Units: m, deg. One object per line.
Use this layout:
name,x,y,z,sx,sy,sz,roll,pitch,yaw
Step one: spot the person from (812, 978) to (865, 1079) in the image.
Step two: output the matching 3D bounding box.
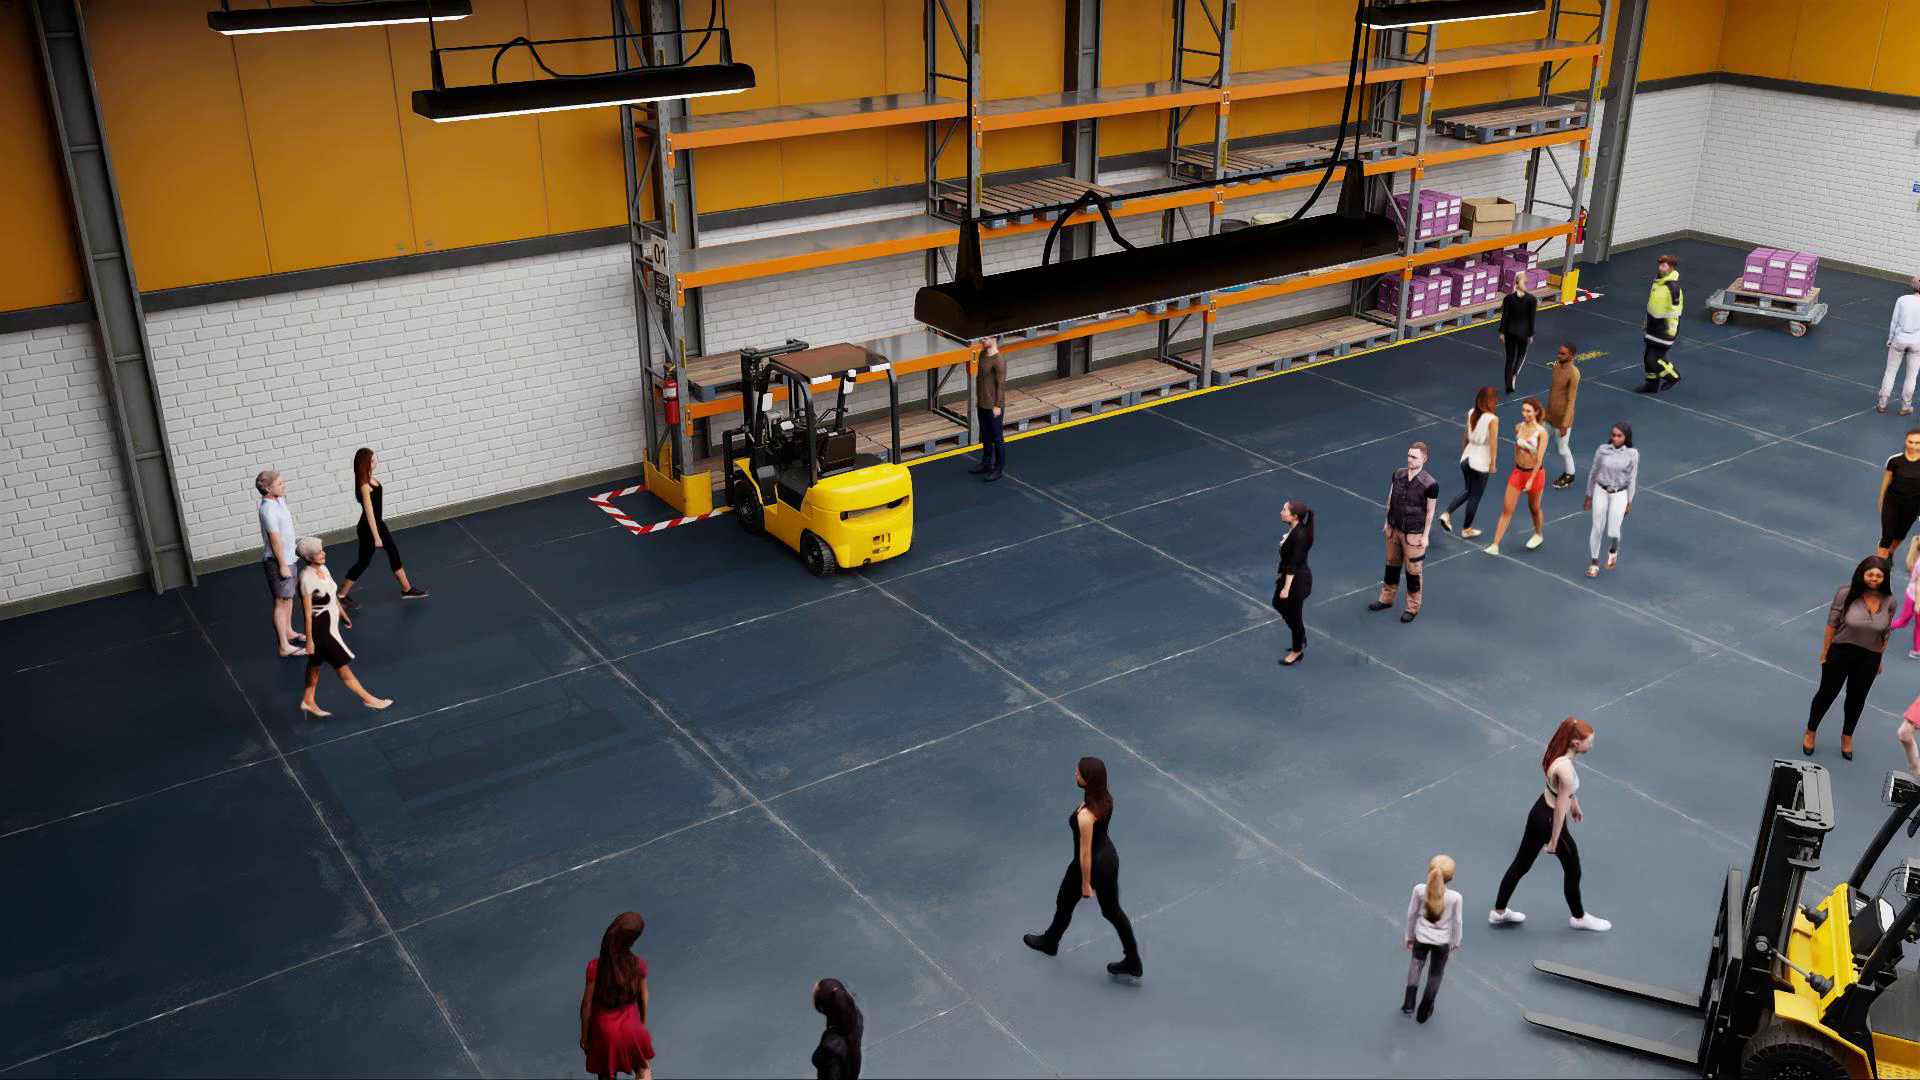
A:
person,-0.662,3.125,9.167,0.701,1.711,0.613,7,25,15

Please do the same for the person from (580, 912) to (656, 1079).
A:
person,-2.076,2.920,9.864,0.616,1.529,0.820,-19,30,-36

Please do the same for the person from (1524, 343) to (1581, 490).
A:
person,7.089,-1.434,19.499,1.094,1.790,0.850,-7,25,-16

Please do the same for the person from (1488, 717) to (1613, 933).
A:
person,4.054,2.019,11.694,1.130,1.713,1.028,0,24,1

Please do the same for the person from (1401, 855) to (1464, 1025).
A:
person,3.065,2.633,10.844,0.586,1.270,0.643,13,27,27

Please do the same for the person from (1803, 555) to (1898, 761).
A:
person,7.464,0.975,13.922,0.750,1.841,0.797,6,24,13

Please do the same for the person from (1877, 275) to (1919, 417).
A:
person,12.553,-2.593,22.019,0.730,1.894,0.698,16,28,32

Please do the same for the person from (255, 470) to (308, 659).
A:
person,-6.431,0.200,15.712,0.692,1.830,0.713,-4,24,-9

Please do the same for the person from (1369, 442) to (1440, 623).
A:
person,4.427,-0.111,16.407,0.611,1.841,0.700,-19,30,-37

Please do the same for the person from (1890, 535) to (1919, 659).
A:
person,8.947,0.527,15.682,0.749,1.254,0.878,16,28,32

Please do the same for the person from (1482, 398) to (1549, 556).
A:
person,6.138,-0.662,17.799,1.182,1.737,0.638,-19,30,-37

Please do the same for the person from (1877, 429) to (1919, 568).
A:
person,9.802,-0.392,17.307,0.975,1.636,1.155,9,25,19

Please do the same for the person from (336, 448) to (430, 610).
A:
person,-5.949,-0.075,16.526,1.224,1.681,0.918,-5,24,-11

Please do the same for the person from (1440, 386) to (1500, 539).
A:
person,5.553,-0.811,18.096,0.812,1.771,0.663,-12,26,-26

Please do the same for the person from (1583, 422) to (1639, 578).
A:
person,6.794,-0.444,17.328,0.733,1.714,0.785,16,28,33

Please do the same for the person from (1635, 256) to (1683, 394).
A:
person,9.669,-2.919,22.682,1.016,1.961,0.961,0,24,0

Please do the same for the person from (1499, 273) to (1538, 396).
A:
person,7.578,-2.770,22.671,0.769,1.697,0.811,11,26,23

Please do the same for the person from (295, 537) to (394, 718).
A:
person,-5.643,0.802,14.474,1.159,1.718,0.971,-2,24,-5

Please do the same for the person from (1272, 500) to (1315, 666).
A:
person,3.198,0.409,15.458,0.767,1.649,0.718,2,24,5

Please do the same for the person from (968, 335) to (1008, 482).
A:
person,0.376,-1.650,19.871,0.579,1.888,0.655,-14,27,-28

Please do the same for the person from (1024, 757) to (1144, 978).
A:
person,0.976,2.252,11.247,0.989,1.645,1.143,13,27,27
